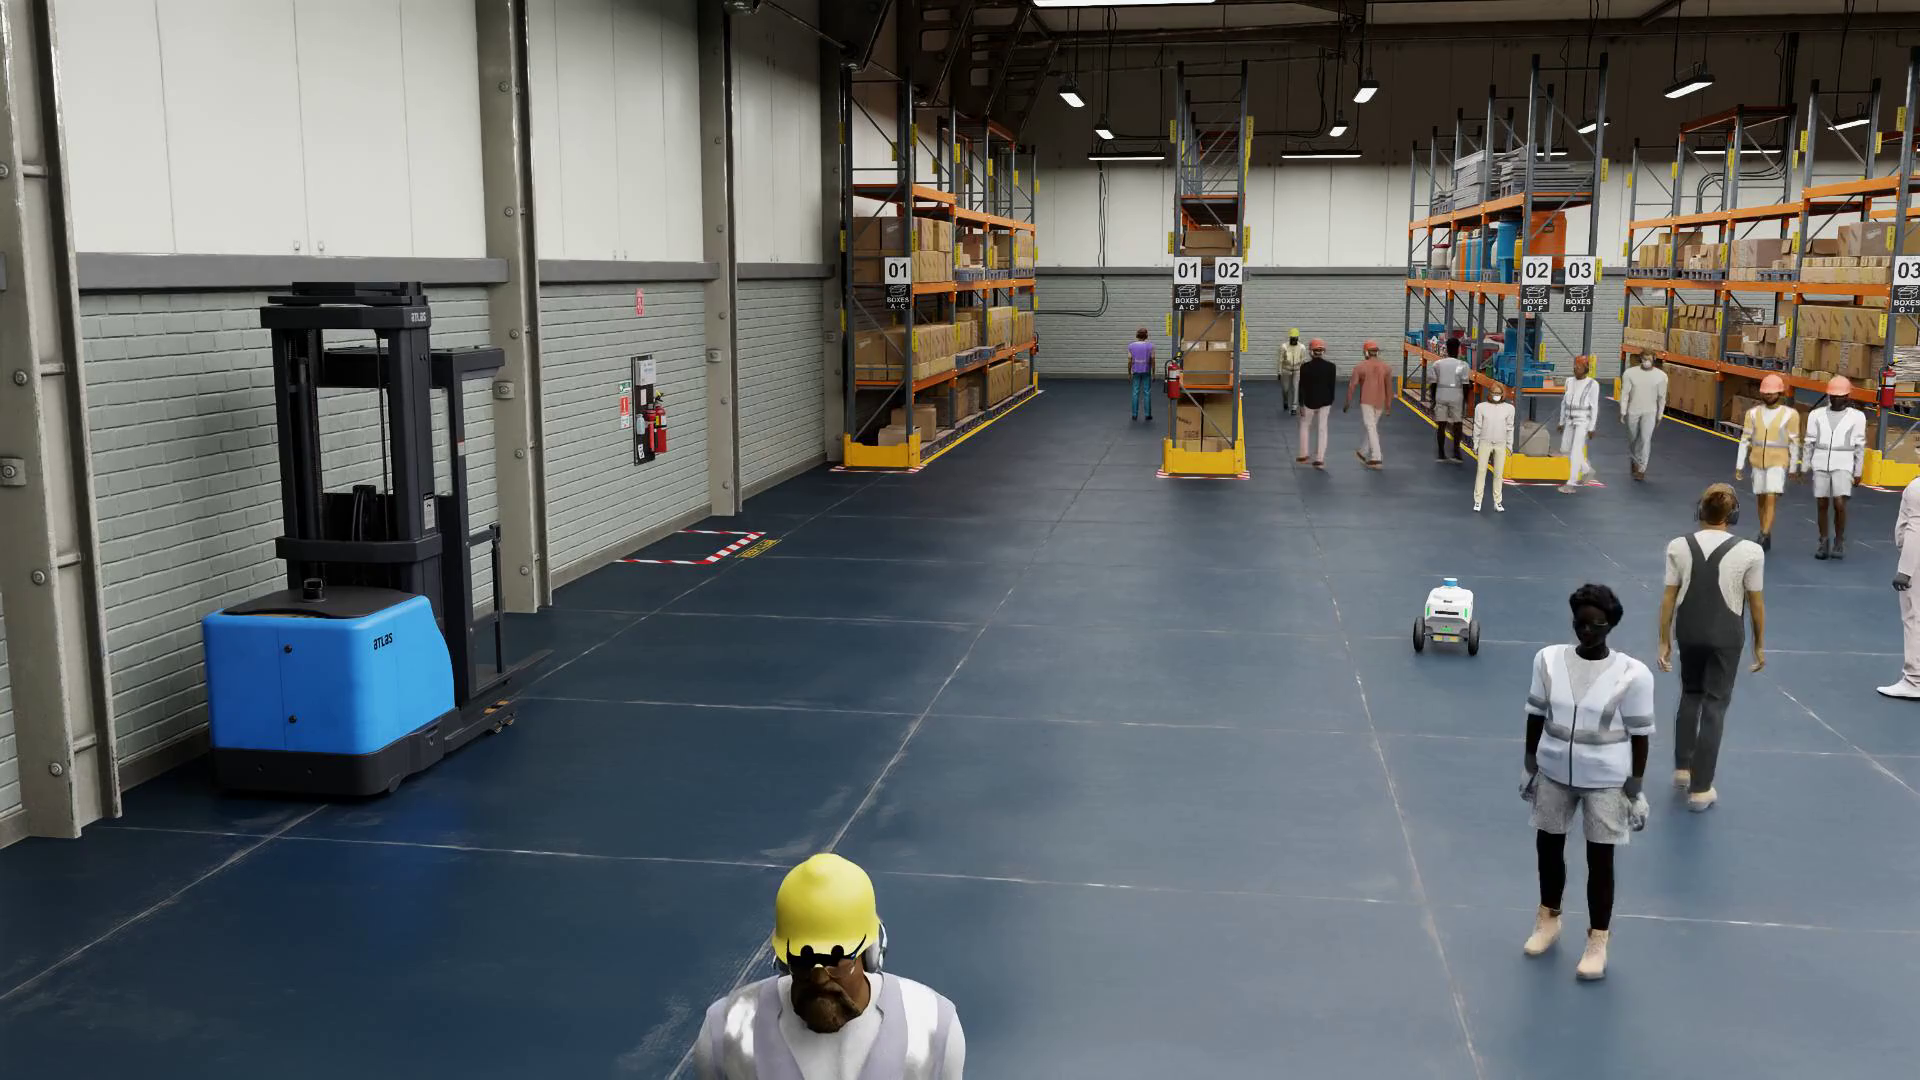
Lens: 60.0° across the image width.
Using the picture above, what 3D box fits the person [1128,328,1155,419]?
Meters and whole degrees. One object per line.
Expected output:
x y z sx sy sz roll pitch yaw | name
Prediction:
3.685 -3.376 33.785 0.564 1.846 0.390 2 9 12 | person

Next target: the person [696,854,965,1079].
-0.272 1.537 3.526 0.600 1.829 0.404 -1 9 -6 | person

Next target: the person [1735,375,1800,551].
8.562 -0.799 17.728 0.932 1.894 0.556 -8 12 -41 | person

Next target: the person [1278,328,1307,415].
6.988 -3.558 34.999 0.602 1.817 0.676 1 9 7 | person

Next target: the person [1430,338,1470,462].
7.728 -2.203 26.231 0.644 1.942 0.481 6 11 34 | person

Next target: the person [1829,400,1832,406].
18.631 -3.579 35.208 0.659 1.787 0.974 3 10 19 | person

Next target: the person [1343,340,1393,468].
6.313 -2.109 25.702 0.635 1.923 1.047 -2 9 -13 | person

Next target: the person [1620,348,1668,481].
9.977 -1.863 24.287 0.621 1.914 0.926 5 10 27 | person

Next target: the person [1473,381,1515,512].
6.685 -1.174 20.858 0.499 1.633 0.281 1 9 9 | person

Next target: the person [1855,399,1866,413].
17.926 -3.312 32.888 0.652 2.004 0.698 1 9 7 | person

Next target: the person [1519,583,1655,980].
2.695 1.021 7.155 0.572 1.697 0.389 8 12 40 | person

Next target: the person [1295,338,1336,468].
5.451 -2.109 25.576 0.630 1.964 0.766 -1 9 -6 | person

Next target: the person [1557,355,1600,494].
8.427 -1.578 22.607 0.604 1.871 0.621 -4 10 -23 | person

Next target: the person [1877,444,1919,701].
6.807 0.169 11.732 0.652 1.906 0.409 -5 11 -30 | person

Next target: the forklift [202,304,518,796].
-3.673 -0.038 10.147 1.129 2.768 1.873 1 9 9 | forklift

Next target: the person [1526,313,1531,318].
13.678 -4.492 40.245 0.617 1.986 0.406 -5 10 -28 | person

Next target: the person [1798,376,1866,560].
9.056 -0.744 17.321 0.564 1.915 0.567 8 12 40 | person

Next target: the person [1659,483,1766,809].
4.273 0.585 9.428 0.513 1.823 0.595 8 12 41 | person

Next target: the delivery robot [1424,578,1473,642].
3.939 0.550 13.387 0.477 0.478 0.707 3 10 19 | delivery robot
